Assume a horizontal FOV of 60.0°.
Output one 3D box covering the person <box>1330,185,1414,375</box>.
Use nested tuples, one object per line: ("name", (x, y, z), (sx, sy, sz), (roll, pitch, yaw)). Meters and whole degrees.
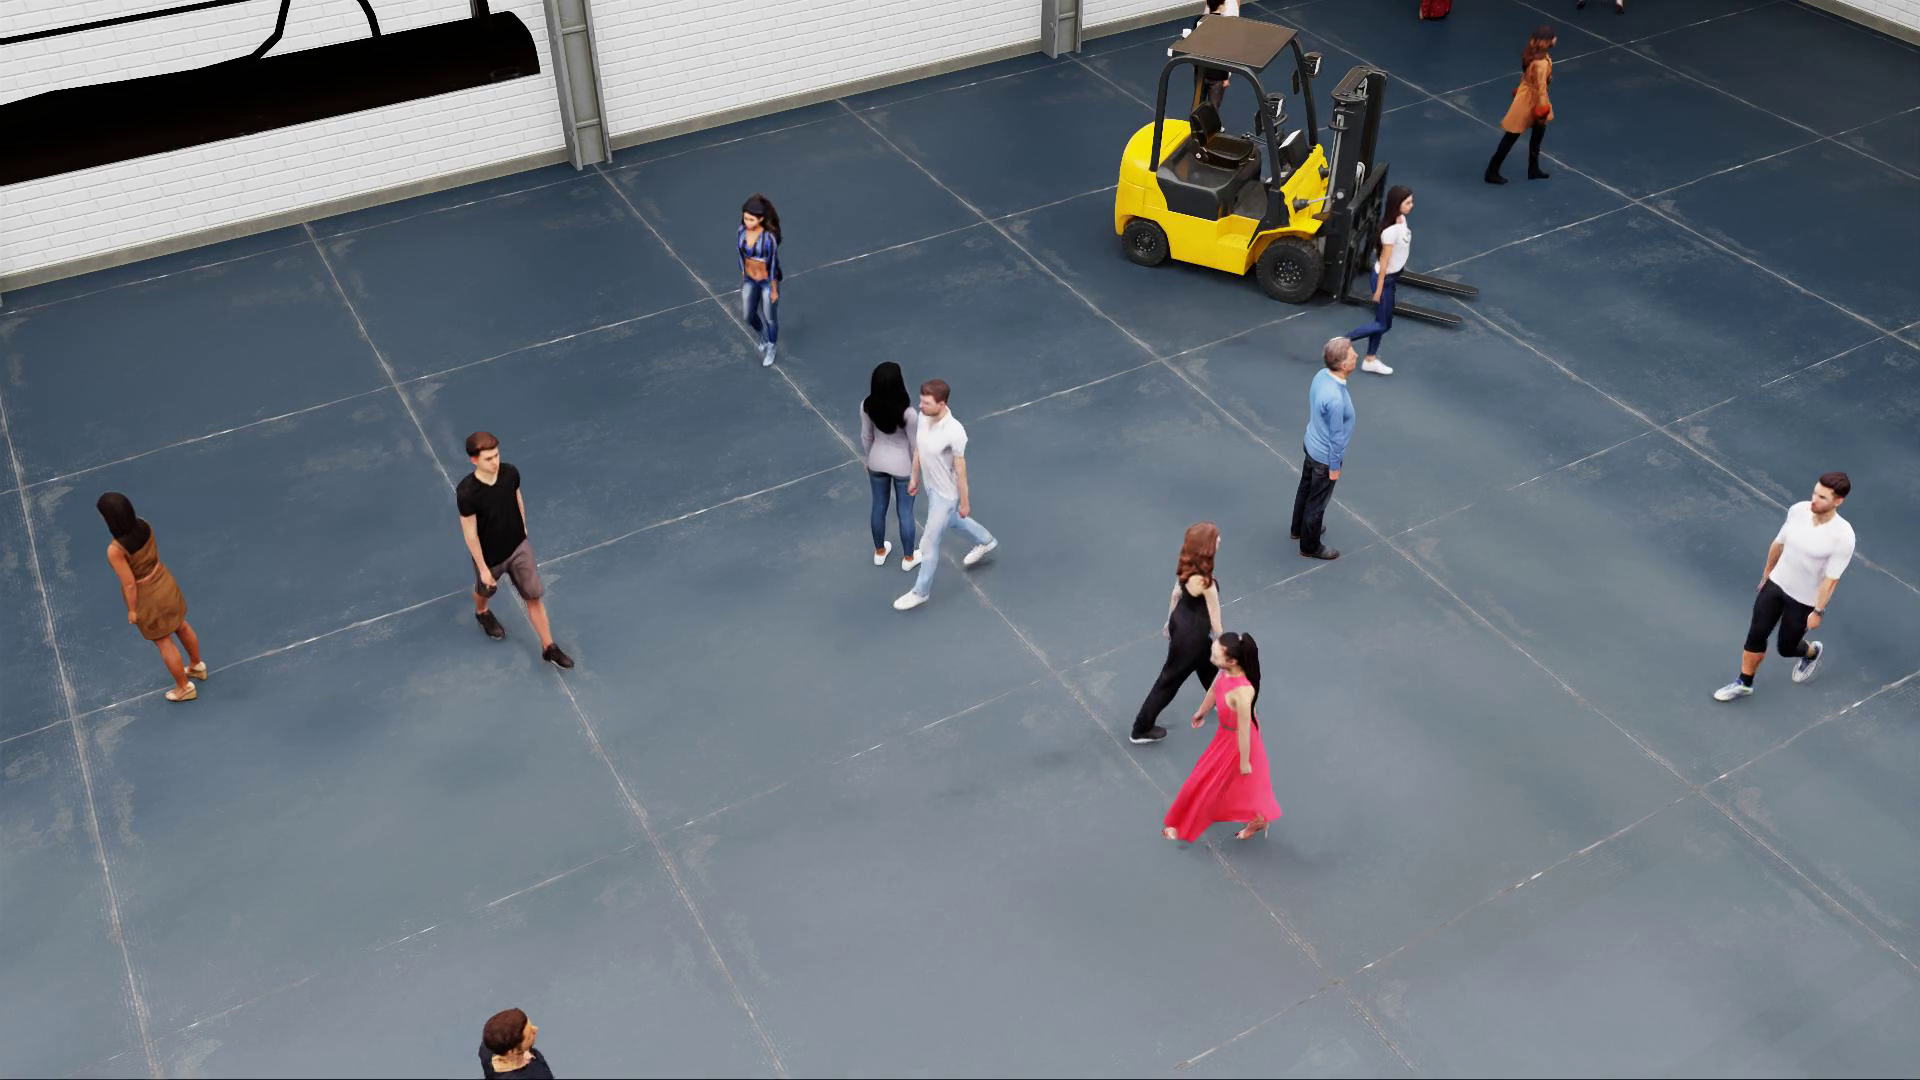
("person", (3.513, -2.198, 14.108), (0.894, 1.761, 0.851), (13, 40, 16))

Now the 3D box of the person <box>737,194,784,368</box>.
("person", (-1.666, -2.243, 14.285), (0.743, 1.611, 0.789), (15, 41, 18))

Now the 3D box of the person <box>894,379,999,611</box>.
("person", (-0.044, -0.385, 11.800), (1.202, 1.807, 0.688), (-21, 43, -24))

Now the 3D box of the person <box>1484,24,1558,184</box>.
("person", (5.677, -4.404, 16.922), (1.081, 1.696, 0.998), (5, 39, 6))

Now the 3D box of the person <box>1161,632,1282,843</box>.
("person", (1.722, 1.204, 9.907), (1.056, 1.687, 0.907), (3, 39, 3))

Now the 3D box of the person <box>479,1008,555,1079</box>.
("person", (-2.070, 2.832, 7.748), (0.600, 1.837, 0.641), (-18, 42, -22))

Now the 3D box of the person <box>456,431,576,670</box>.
("person", (-3.183, 0.024, 11.274), (1.214, 1.826, 0.926), (-32, 48, -34))

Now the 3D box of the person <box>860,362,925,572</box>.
("person", (-0.499, -0.525, 12.034), (0.684, 1.735, 0.711), (15, 41, 18))

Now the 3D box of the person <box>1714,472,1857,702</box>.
("person", (5.534, 0.311, 10.906), (0.999, 1.836, 0.710), (-16, 41, -19))

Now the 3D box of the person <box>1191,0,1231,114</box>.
("person", (2.659, -4.999, 17.646), (0.610, 1.723, 0.690), (-29, 47, -31))

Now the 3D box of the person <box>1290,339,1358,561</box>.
("person", (2.664, -0.687, 12.166), (0.723, 1.823, 0.738), (-3, 39, -4))

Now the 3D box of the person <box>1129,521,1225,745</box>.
("person", (1.374, 0.641, 10.608), (1.168, 1.692, 0.755), (-11, 40, -14))

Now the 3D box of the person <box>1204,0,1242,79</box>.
("person", (2.997, -6.091, 19.034), (0.656, 1.697, 0.730), (4, 39, 6))

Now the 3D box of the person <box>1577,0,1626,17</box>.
("person", (8.061, -7.394, 20.717), (0.912, 1.633, 0.955), (12, 40, 14))

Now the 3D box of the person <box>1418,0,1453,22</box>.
("person", (5.999, -7.254, 20.539), (0.581, 1.636, 0.754), (-14, 41, -17))

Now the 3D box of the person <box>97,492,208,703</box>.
("person", (-5.320, 0.367, 10.953), (0.681, 1.690, 0.645), (5, 39, 6))
